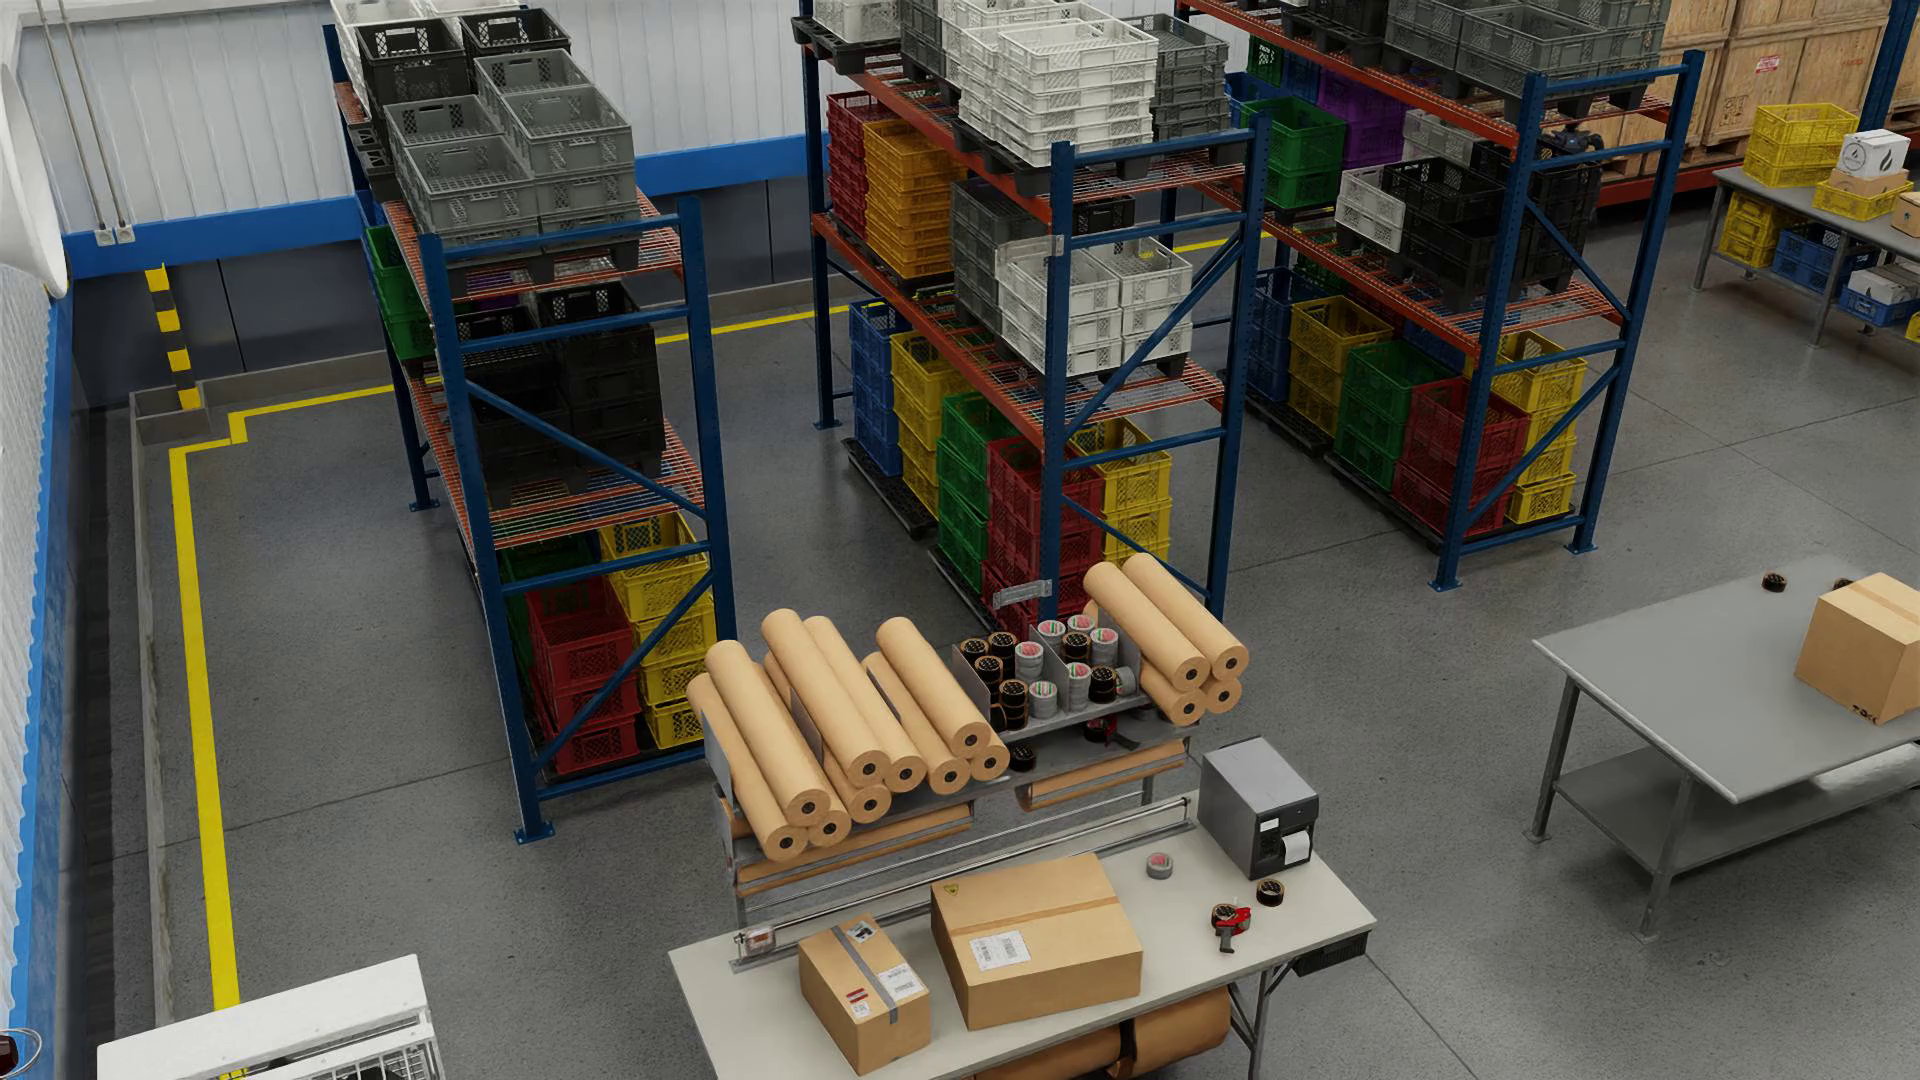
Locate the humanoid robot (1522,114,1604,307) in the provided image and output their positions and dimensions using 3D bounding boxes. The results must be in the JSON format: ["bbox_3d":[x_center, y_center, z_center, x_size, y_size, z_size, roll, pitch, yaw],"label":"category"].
[{"bbox_3d":[4.636,-2.602,12.849,0.599,1.647,0.326,4,32,6],"label":"humanoid robot"}]
